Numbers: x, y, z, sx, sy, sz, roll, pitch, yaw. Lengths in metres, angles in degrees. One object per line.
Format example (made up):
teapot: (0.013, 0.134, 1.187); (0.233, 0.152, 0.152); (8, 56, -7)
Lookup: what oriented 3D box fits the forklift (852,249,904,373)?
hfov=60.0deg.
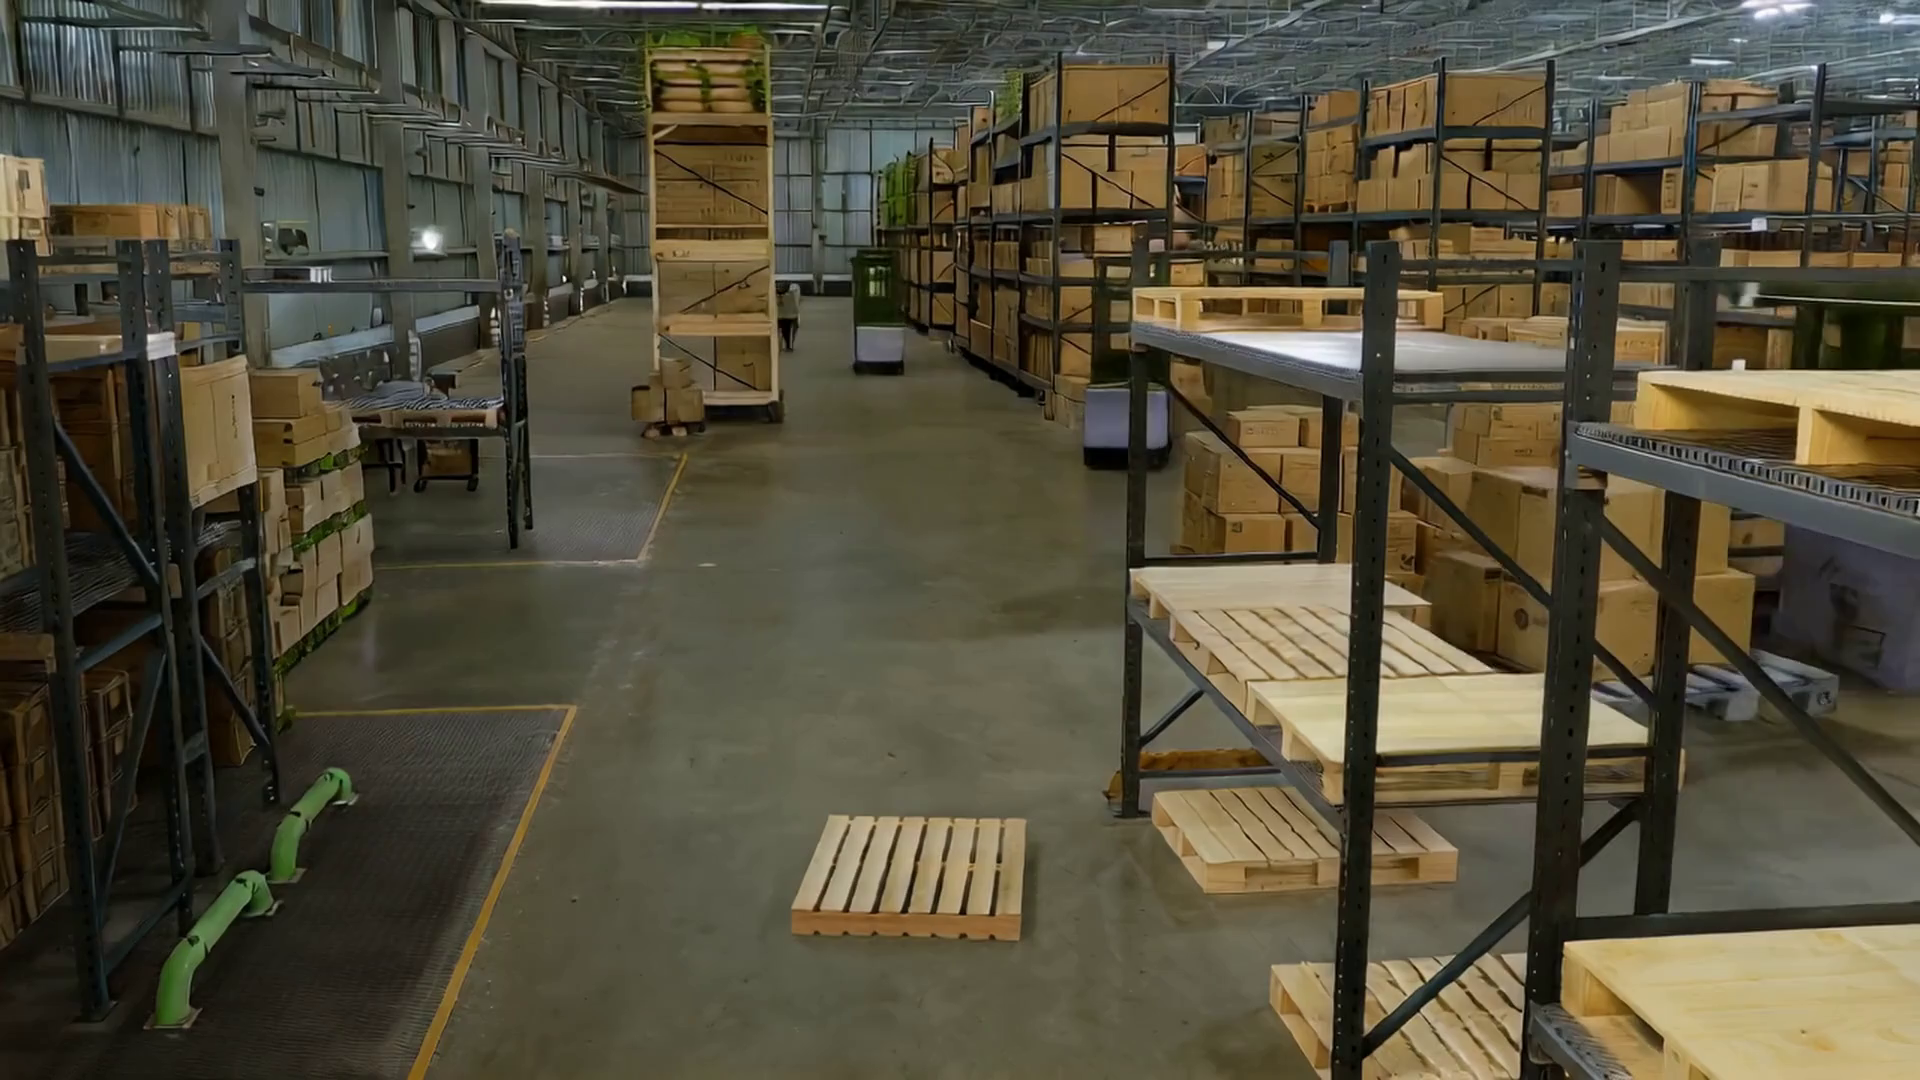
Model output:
forklift: (-1.893, -5.292, 38.257); (1.129, 2.768, 1.873); (-1, 10, -6)

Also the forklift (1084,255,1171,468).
forklift: (2.292, -2.450, 22.509); (1.129, 2.768, 1.873); (2, 10, 9)

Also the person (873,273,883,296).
person: (-2.830, -8.206, 57.073); (0.373, 1.916, 0.597); (-1, 10, -4)

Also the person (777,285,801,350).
person: (-4.771, -6.165, 46.109); (0.767, 1.809, 0.433); (3, 11, 17)

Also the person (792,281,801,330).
person: (-5.584, -7.957, 56.479); (0.279, 1.631, 0.504); (-6, 12, -31)

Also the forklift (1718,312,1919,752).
forklift: (5.829, -0.243, 10.282); (1.873, 2.768, 1.129); (-3, 11, -14)
